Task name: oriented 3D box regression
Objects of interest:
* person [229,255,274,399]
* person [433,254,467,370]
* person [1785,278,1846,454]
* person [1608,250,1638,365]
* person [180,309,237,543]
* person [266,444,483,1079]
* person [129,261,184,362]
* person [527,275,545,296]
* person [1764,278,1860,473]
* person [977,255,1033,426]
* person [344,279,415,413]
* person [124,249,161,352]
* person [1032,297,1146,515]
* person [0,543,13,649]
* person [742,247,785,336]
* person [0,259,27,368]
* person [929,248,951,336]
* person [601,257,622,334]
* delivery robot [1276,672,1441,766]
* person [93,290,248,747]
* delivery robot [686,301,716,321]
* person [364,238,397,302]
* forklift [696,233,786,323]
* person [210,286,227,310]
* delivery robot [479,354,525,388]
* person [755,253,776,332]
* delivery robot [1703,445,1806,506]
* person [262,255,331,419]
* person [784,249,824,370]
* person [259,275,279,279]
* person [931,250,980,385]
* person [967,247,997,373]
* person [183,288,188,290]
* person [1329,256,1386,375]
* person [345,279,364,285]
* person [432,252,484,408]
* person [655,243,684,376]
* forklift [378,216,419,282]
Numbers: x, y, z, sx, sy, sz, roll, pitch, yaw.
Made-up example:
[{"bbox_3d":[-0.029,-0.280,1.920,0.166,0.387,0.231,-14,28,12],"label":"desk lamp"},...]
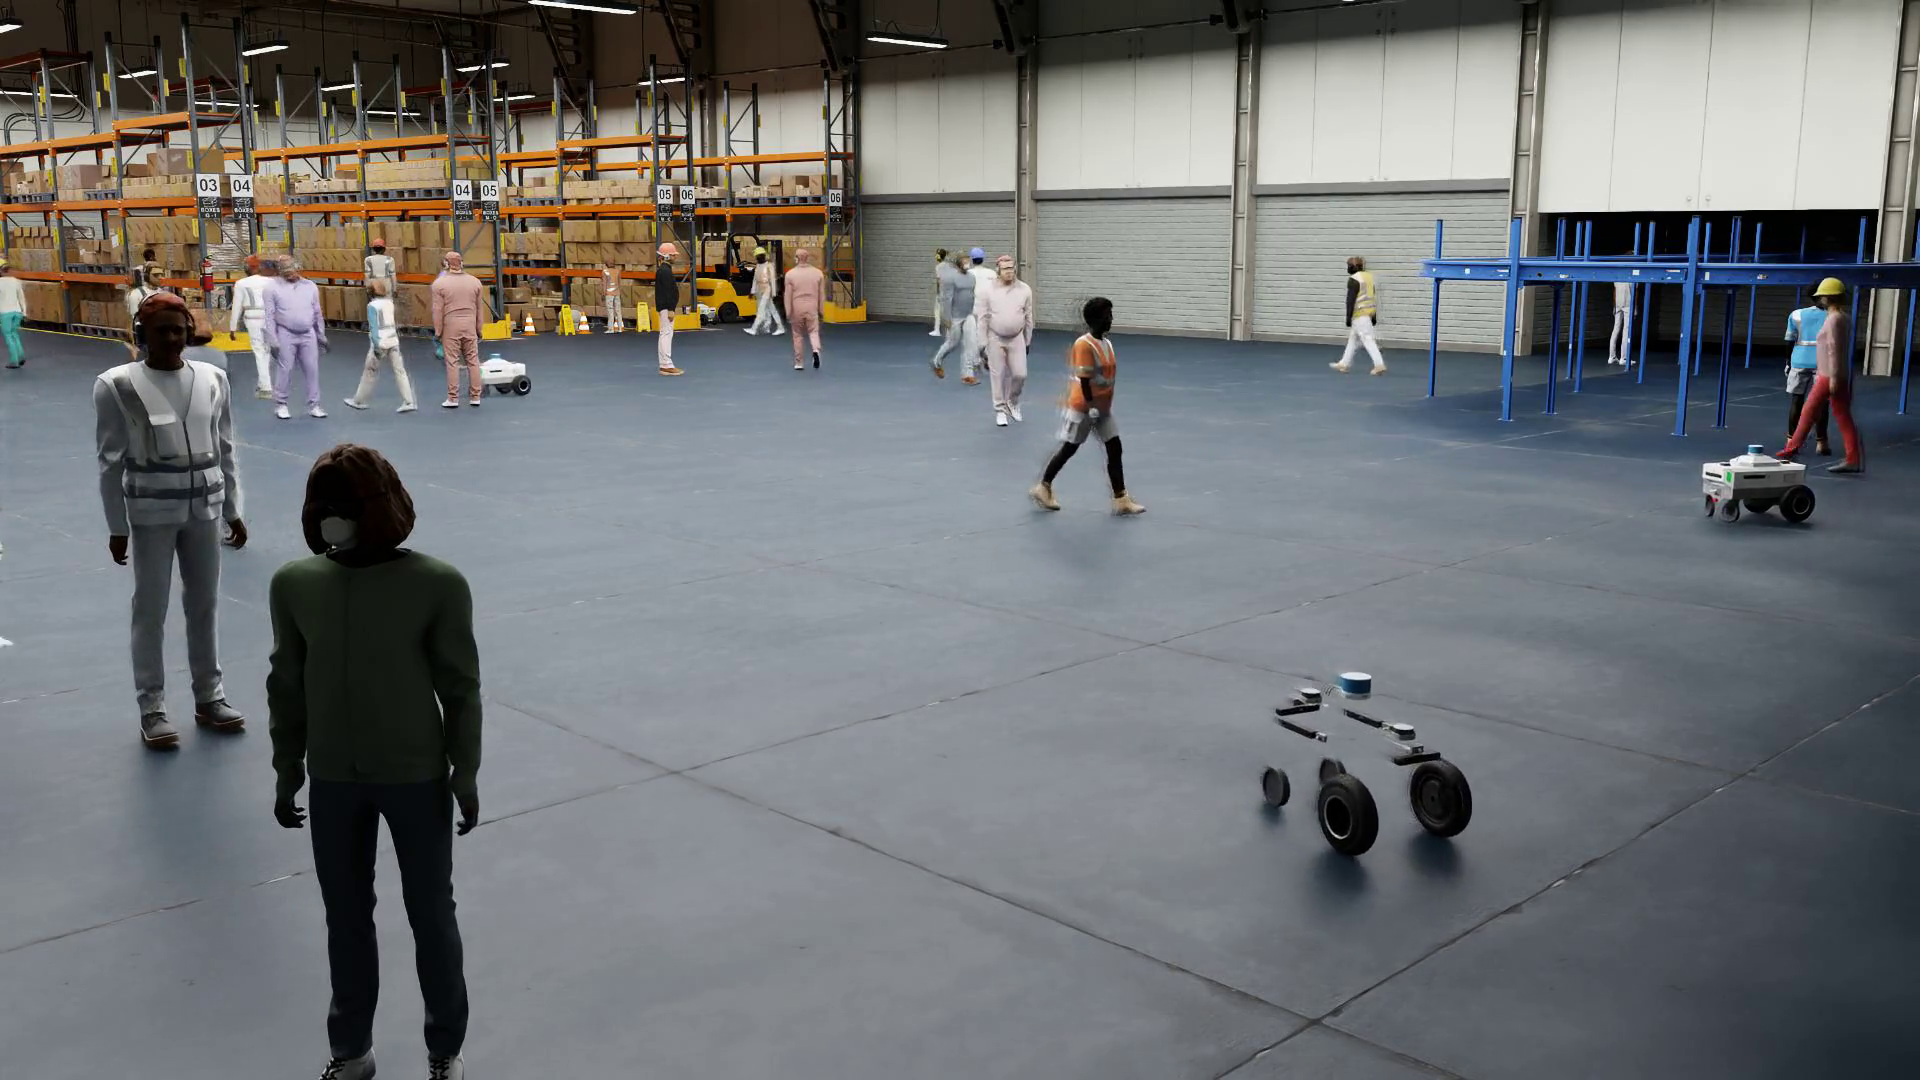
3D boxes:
[{"bbox_3d":[-9.224,-2.796,21.801,0.855,1.846,0.704,9,14,40],"label":"person"},{"bbox_3d":[-8.049,-3.597,26.222,0.455,1.827,0.590,-2,11,-9],"label":"person"},{"bbox_3d":[8.301,-1.690,16.171,0.540,1.699,0.317,8,13,36],"label":"person"},{"bbox_3d":[10.953,-3.822,27.372,0.313,1.864,0.512,-6,12,-28],"label":"person"},{"bbox_3d":[-5.296,-0.783,11.480,0.784,1.595,0.517,5,12,26],"label":"person"},{"bbox_3d":[-1.395,0.579,3.980,0.509,1.632,0.265,1,10,3],"label":"person"},{"bbox_3d":[-8.754,-2.136,18.257,0.664,1.824,0.550,4,11,23],"label":"person"},{"bbox_3d":[-12.139,-7.551,47.531,0.564,1.915,0.511,-8,13,-36],"label":"person"},{"bbox_3d":[7.677,-1.468,14.877,0.884,1.717,0.545,7,12,32],"label":"person"},{"bbox_3d":[0.510,-2.224,18.567,0.648,1.888,0.427,-2,11,-9],"label":"person"},{"bbox_3d":[-6.941,-2.317,19.894,0.900,1.587,0.503,3,11,18],"label":"person"},{"bbox_3d":[-14.775,-4.344,30.218,0.977,1.871,0.650,4,11,20],"label":"person"},{"bbox_3d":[0.969,-1.028,12.686,0.893,1.657,0.525,7,13,35],"label":"person"},{"bbox_3d":[-5.074,-0.221,8.396,0.512,1.613,0.546,10,14,44],"label":"person"},{"bbox_3d":[-4.130,-5.230,35.065,1.062,1.853,0.589,-7,12,-33],"label":"person"},{"bbox_3d":[-15.224,-3.618,26.583,0.437,1.737,0.536,4,11,20],"label":"person"},{"bbox_3d":[-0.308,-5.229,35.084,0.796,1.850,0.522,9,14,42],"label":"person"},{"bbox_3d":[-7.506,-5.263,35.830,0.315,1.636,0.515,8,13,38],"label":"person"},{"bbox_3d":[1.423,0.597,5.979,0.335,0.223,0.698,-5,11,-25],"label":"delivery robot"},{"bbox_3d":[-3.296,-0.098,6.986,0.337,1.882,0.584,8,13,37],"label":"person"},{"bbox_3d":[-6.174,-5.436,39.585,0.707,0.478,0.477,6,12,29],"label":"delivery robot"},{"bbox_3d":[-11.935,-5.189,34.316,0.614,2.040,0.390,-2,11,-10],"label":"person"},{"bbox_3d":[-5.496,-6.489,41.108,2.313,2.155,1.214,-10,14,-44],"label":"forklift"},{"bbox_3d":[-16.236,-5.353,36.313,0.307,1.640,0.518,6,12,28],"label":"person"},{"bbox_3d":[-6.149,-2.229,22.098,0.477,0.478,0.707,10,14,42],"label":"delivery robot"},{"bbox_3d":[-4.249,-5.400,36.323,0.502,1.726,0.382,-5,12,-27],"label":"person"},{"bbox_3d":[5.969,-0.472,12.514,0.707,0.478,0.477,-2,11,-13],"label":"delivery robot"},{"bbox_3d":[-7.730,-2.365,19.412,0.714,1.883,0.535,-9,14,-40],"label":"person"},{"bbox_3d":[-2.441,-3.605,26.072,0.662,1.890,0.639,-4,11,-19],"label":"person"},{"bbox_3d":[-18.975,-7.189,45.619,0.992,1.893,0.604,7,13,35],"label":"person"},{"bbox_3d":[-0.065,-3.198,23.861,0.631,1.912,0.857,-9,14,-42],"label":"person"},{"bbox_3d":[0.297,-3.543,25.657,0.607,1.927,0.577,-1,10,-7],"label":"person"},{"bbox_3d":[-23.272,-7.895,49.620,0.621,1.845,0.429,-2,11,-13],"label":"person"},{"bbox_3d":[6.174,-3.440,25.502,0.980,1.790,0.664,7,13,35],"label":"person"},{"bbox_3d":[-16.483,-7.089,45.232,0.429,1.844,0.627,5,12,27],"label":"person"},{"bbox_3d":[-6.201,-2.593,20.537,0.643,1.908,0.411,-8,13,-38],"label":"person"},{"bbox_3d":[-4.449,-3.521,25.346,0.378,1.996,0.611,-3,11,-17],"label":"person"},{"bbox_3d":[-17.868,-9.201,54.028,1.873,2.768,1.129,-10,14,-44],"label":"forklift"}]
